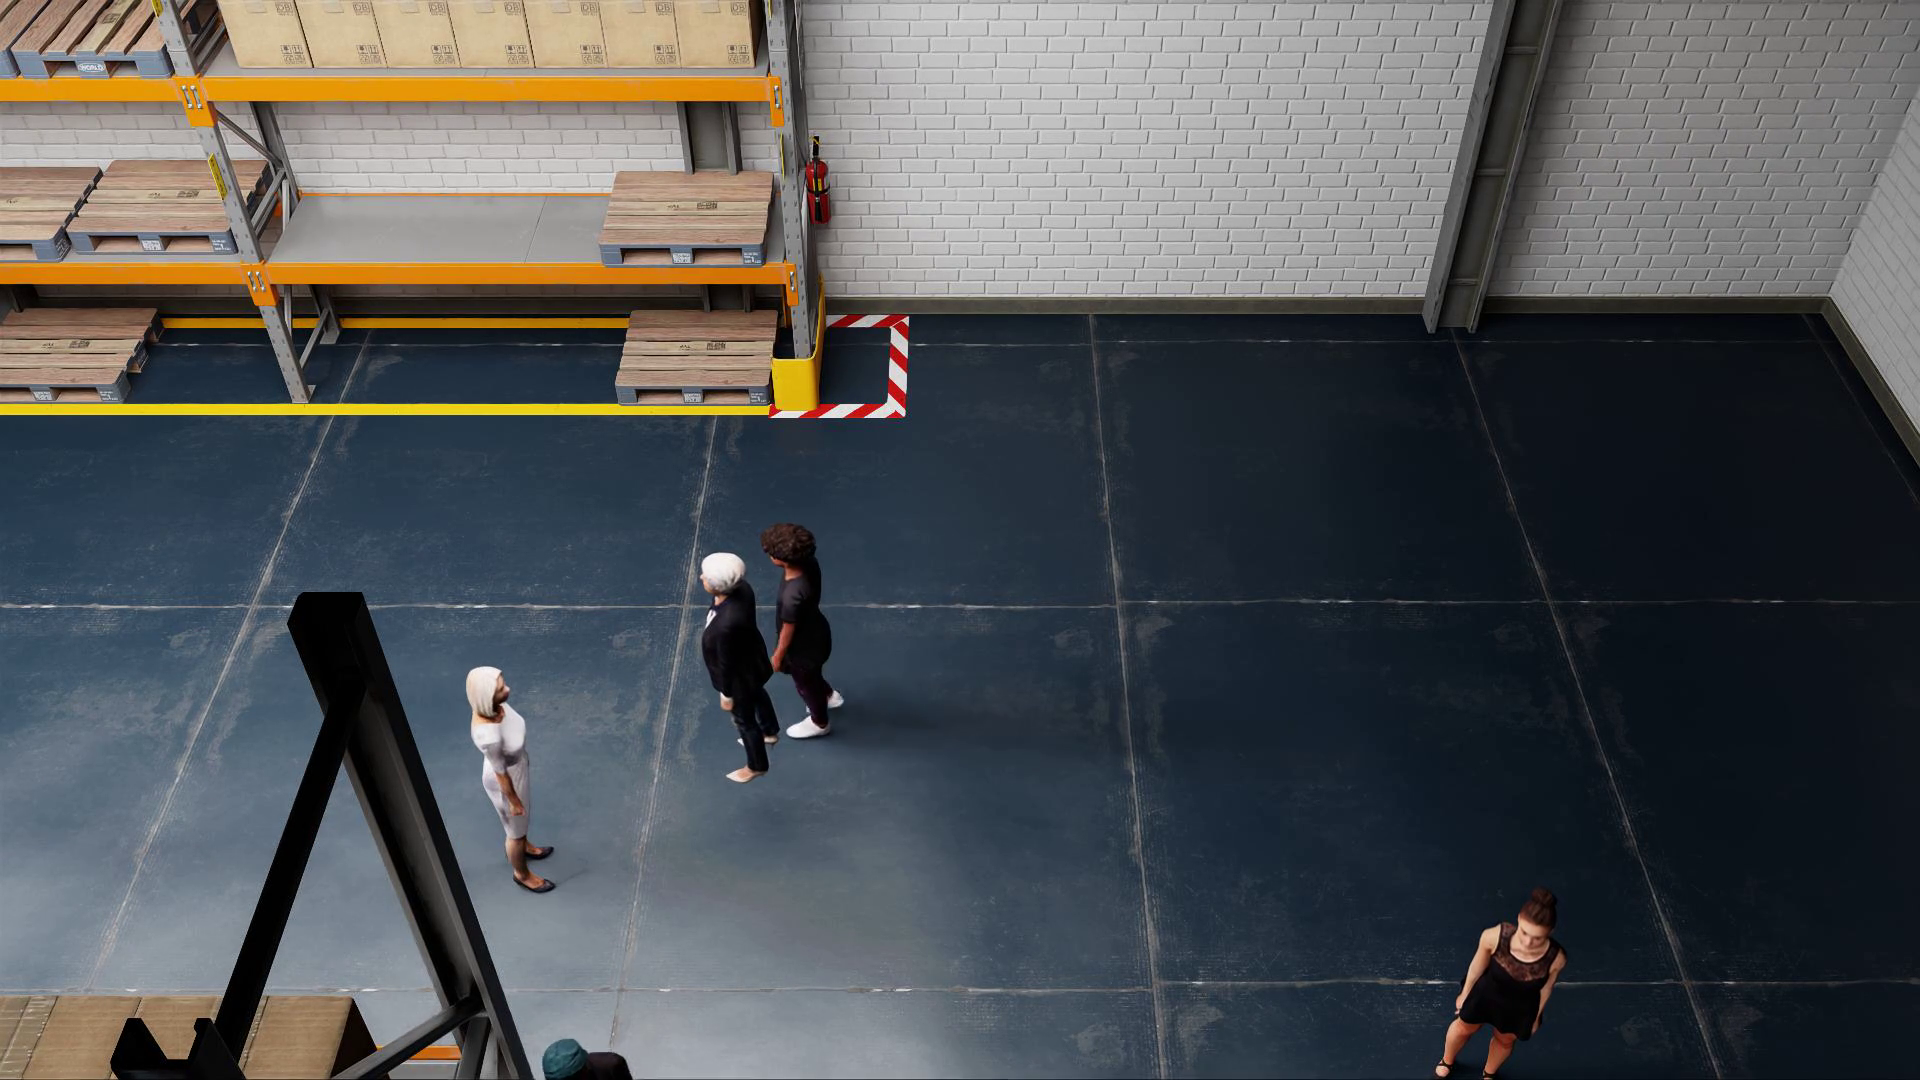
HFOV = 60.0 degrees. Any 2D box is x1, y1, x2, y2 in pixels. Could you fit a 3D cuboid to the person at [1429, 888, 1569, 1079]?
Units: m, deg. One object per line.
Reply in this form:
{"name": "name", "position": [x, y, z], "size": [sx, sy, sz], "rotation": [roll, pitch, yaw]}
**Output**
{"name": "person", "position": [2.738, 2.303, 8.367], "size": [0.601, 1.675, 0.713], "rotation": [14, 45, 14]}

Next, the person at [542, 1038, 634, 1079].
{"name": "person", "position": [-1.728, 2.777, 7.786], "size": [1.257, 1.789, 1.155], "rotation": [30, 51, 28]}

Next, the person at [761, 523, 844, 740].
{"name": "person", "position": [-0.875, 0.590, 10.101], "size": [0.641, 1.763, 0.608], "rotation": [0, 44, 0]}

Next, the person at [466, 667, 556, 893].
{"name": "person", "position": [-2.541, 1.330, 9.335], "size": [0.565, 1.749, 0.604], "rotation": [-8, 44, -8]}

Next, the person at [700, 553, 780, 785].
{"name": "person", "position": [-1.212, 0.672, 9.216], "size": [0.594, 1.776, 0.716], "rotation": [2, 44, 2]}
